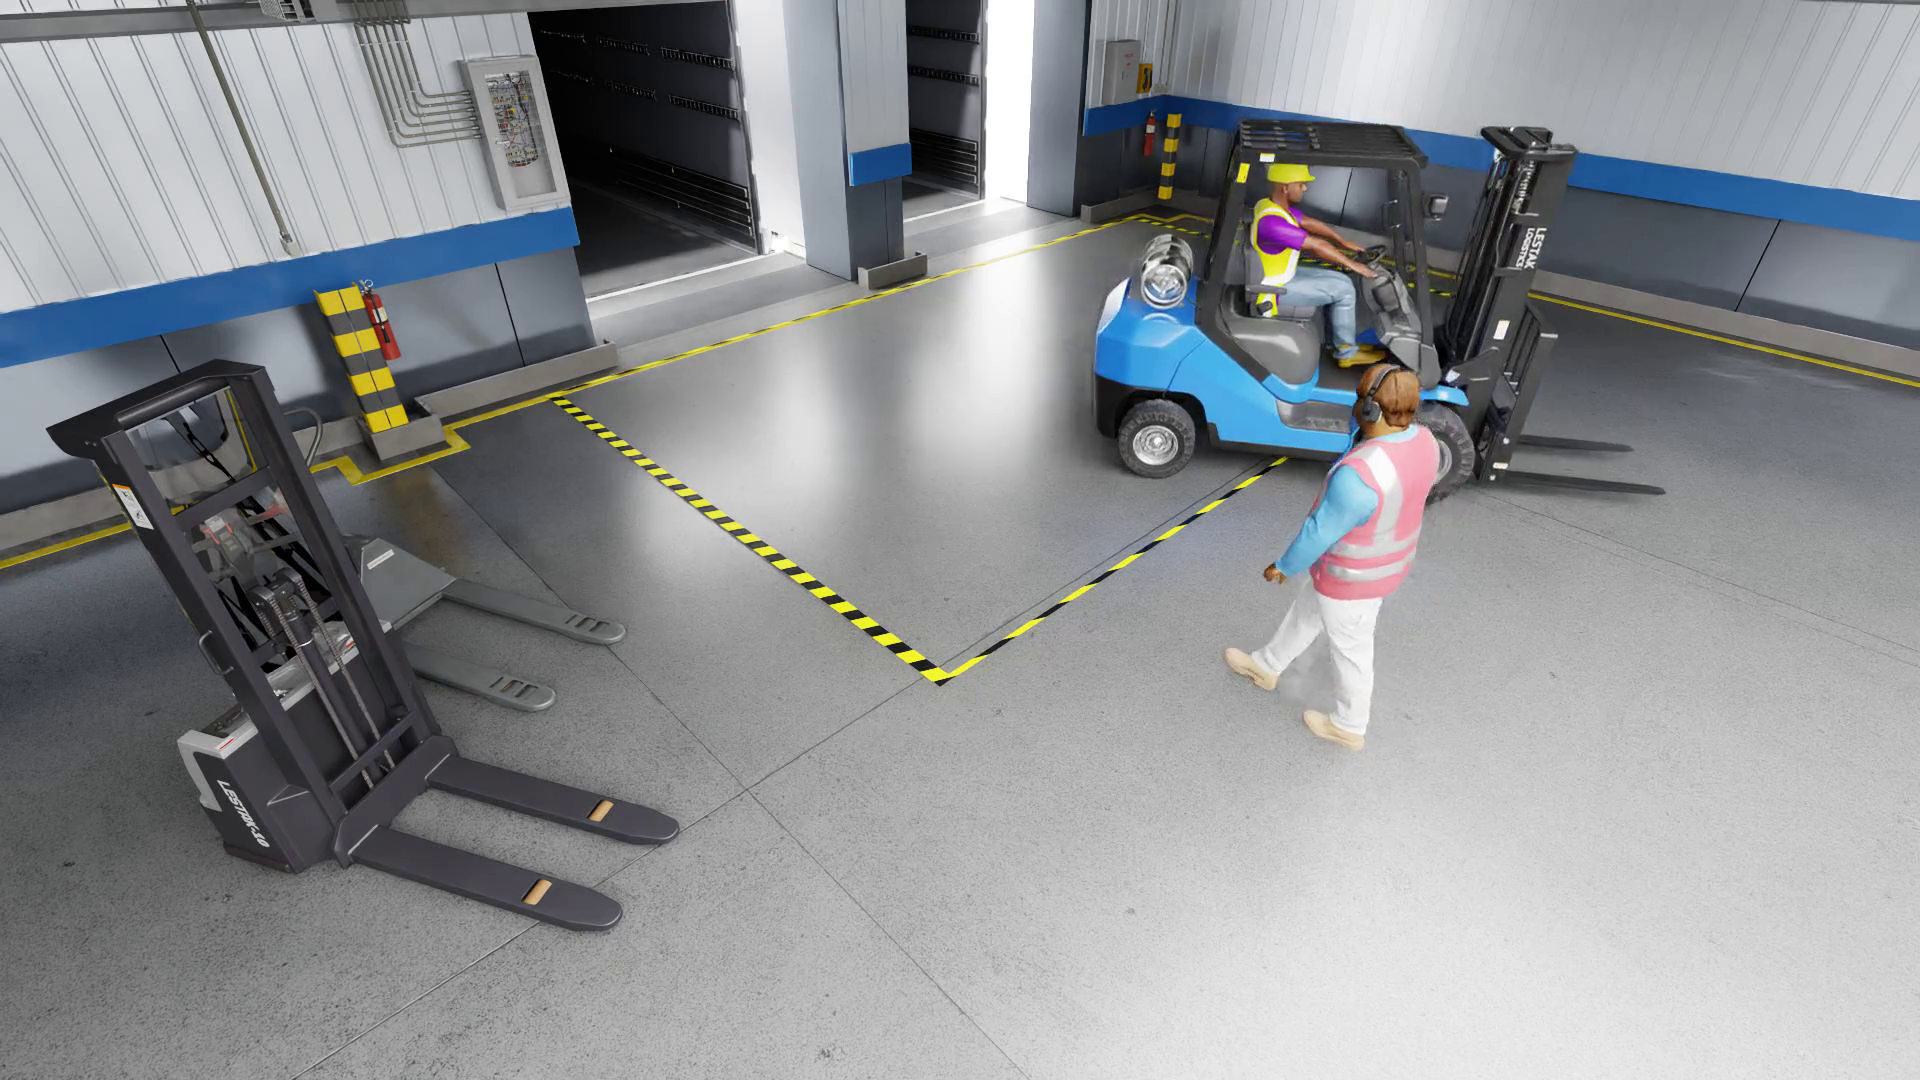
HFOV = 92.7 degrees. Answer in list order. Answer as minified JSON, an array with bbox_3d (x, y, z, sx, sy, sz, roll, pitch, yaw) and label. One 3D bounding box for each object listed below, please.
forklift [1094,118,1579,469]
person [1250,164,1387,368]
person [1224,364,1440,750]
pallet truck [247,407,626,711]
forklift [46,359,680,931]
[{"bbox_3d":[2.309,-1.634,6.061,2.680,2.036,1.157,8,35,11],"label":"forklift"},{"bbox_3d":[2.365,-1.777,5.938,1.004,1.293,0.635,8,35,11],"label":"person"},{"bbox_3d":[1.609,0.083,4.017,0.778,1.805,0.616,27,42,34],"label":"person"},{"bbox_3d":[-2.628,0.038,4.590,1.601,1.201,0.680,12,36,18],"label":"pallet truck"},{"bbox_3d":[-2.135,0.422,3.354,1.885,1.965,0.823,10,35,14],"label":"forklift"}]
